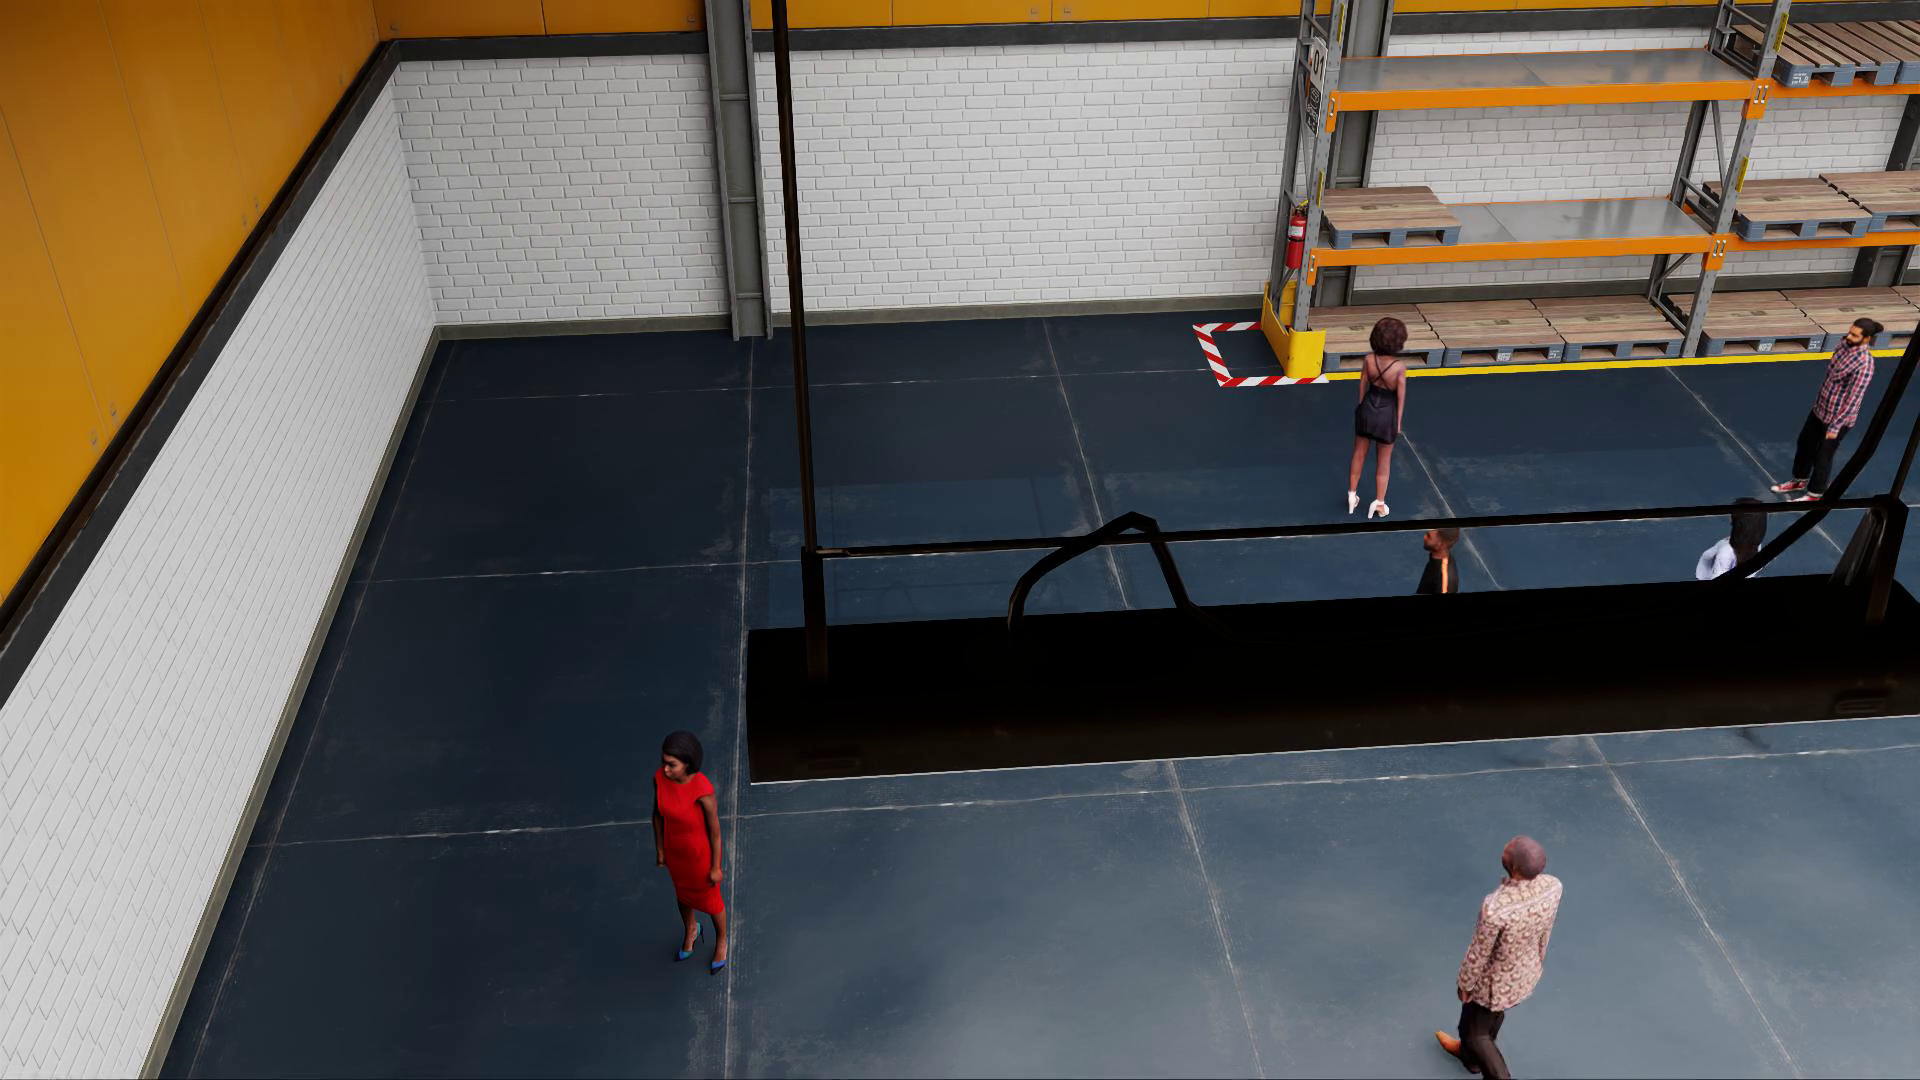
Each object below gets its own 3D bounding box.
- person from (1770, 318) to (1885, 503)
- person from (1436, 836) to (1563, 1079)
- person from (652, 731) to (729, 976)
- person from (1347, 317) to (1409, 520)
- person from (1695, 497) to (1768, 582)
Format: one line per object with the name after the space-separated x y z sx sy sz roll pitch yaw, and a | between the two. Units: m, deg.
7.316 -1.064 13.852 0.656 1.753 0.746 1 34 1 | person
2.895 2.328 8.718 1.095 1.787 1.031 -17 37 -24 | person
-1.535 1.798 9.555 0.603 1.743 0.714 15 37 22 | person
3.443 -0.992 13.713 0.672 1.787 0.737 23 40 30 | person
5.331 0.502 11.524 1.070 1.723 1.017 -21 39 -29 | person
